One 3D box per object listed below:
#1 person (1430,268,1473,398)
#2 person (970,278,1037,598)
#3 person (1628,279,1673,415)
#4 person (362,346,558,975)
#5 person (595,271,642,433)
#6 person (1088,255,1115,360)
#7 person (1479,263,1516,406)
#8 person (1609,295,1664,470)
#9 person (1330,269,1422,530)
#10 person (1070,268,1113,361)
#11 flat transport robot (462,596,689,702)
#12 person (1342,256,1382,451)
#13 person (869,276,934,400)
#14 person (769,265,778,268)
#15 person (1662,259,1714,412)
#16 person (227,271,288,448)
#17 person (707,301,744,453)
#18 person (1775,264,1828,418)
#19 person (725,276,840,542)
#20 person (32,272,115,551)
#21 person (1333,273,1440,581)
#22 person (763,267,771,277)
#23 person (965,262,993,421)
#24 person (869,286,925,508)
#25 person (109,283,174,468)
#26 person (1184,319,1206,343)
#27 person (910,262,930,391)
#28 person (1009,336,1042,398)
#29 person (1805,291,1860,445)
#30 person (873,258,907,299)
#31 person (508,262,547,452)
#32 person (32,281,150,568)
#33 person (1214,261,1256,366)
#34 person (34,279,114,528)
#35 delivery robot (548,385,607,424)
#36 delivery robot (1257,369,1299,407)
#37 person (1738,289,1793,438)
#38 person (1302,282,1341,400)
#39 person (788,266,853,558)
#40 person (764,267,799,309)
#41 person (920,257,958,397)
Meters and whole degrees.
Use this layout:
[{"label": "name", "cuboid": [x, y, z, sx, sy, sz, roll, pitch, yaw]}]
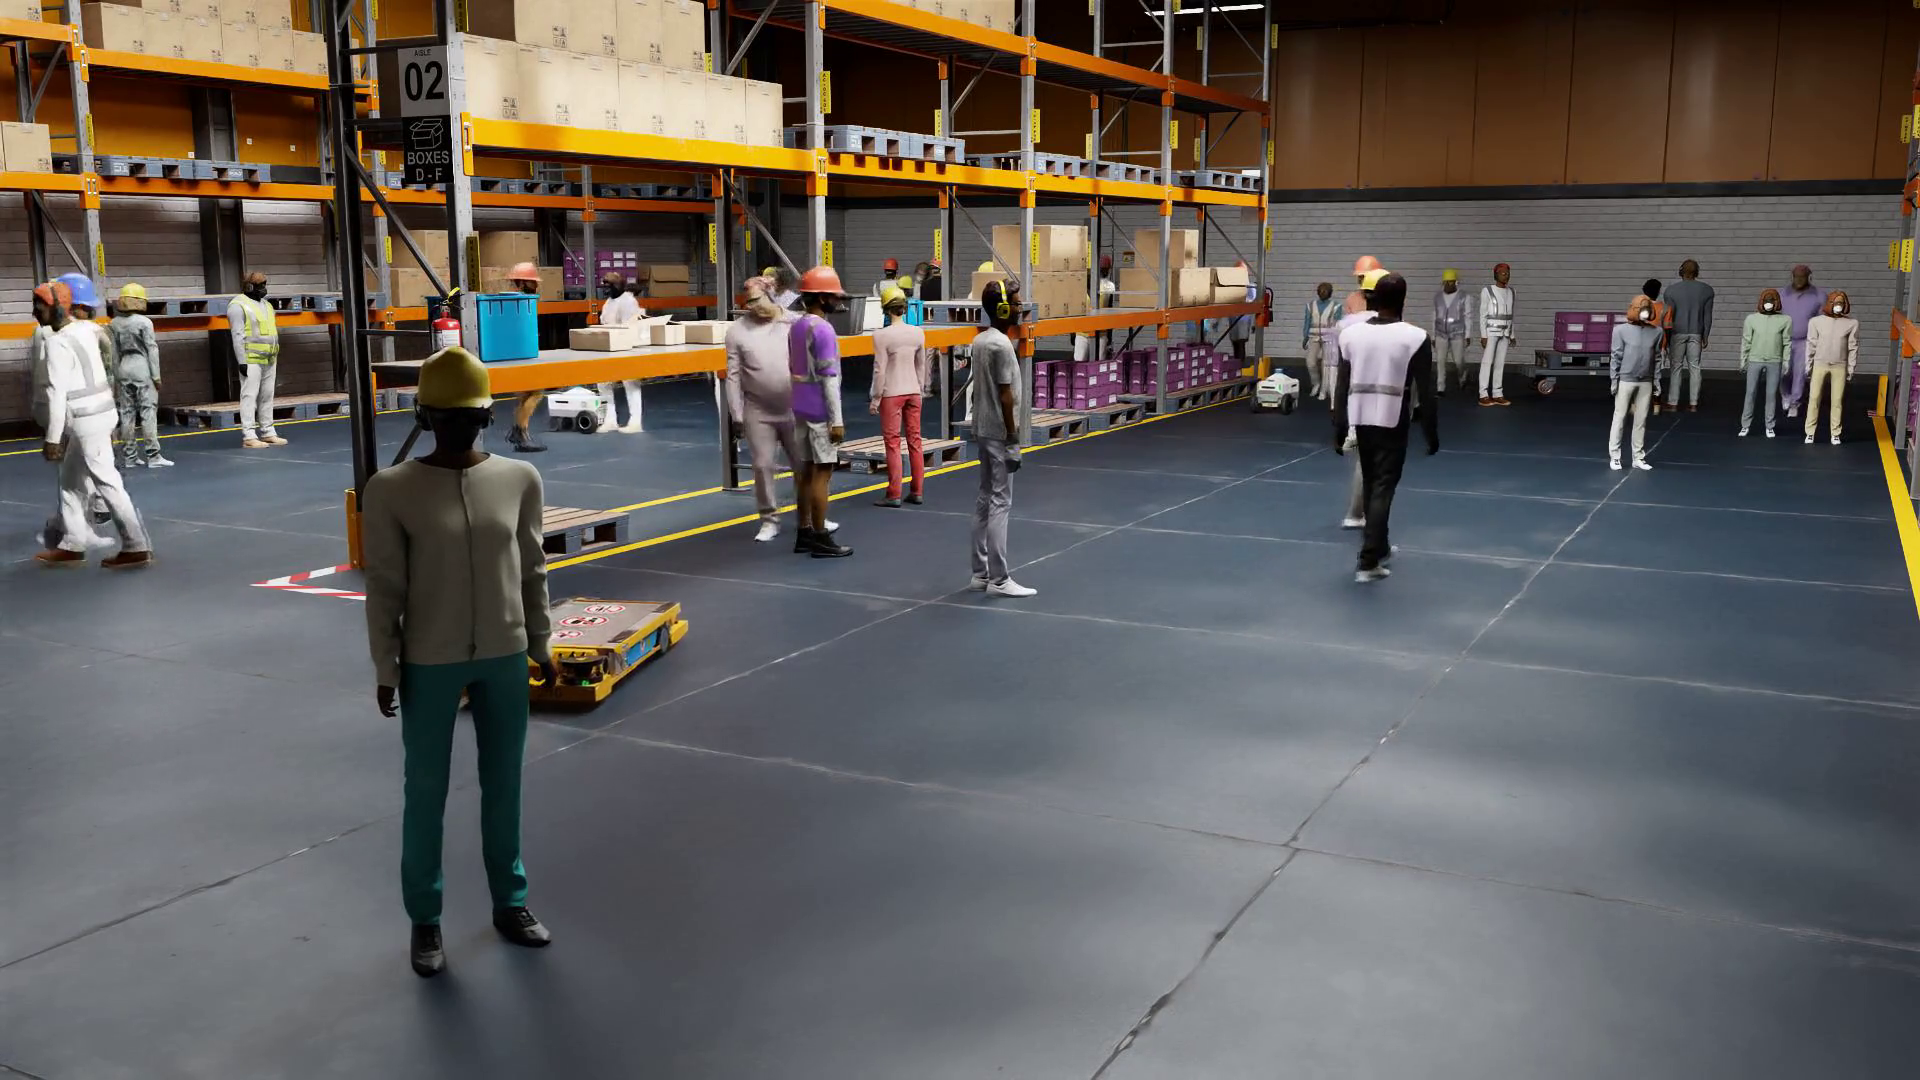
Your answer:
[{"label": "person", "cuboid": [6.883, -2.893, 23.271, 0.598, 1.816, 0.628, 7, 12, 34]}, {"label": "person", "cuboid": [0.235, -0.597, 9.819, 0.327, 1.874, 0.519, -4, 10, -20]}, {"label": "person", "cuboid": [8.620, -2.411, 20.817, 0.538, 1.698, 0.319, 4, 11, 21]}, {"label": "person", "cuboid": [-1.402, 0.336, 4.730, 0.535, 1.766, 0.318, -7, 12, -36]}, {"label": "person", "cuboid": [-3.853, -2.080, 18.587, 0.651, 1.817, 0.622, -9, 14, -44]}, {"label": "person", "cuboid": [2.044, -3.162, 24.325, 0.631, 1.983, 1.071, 9, 13, 42]}, {"label": "person", "cuboid": [7.141, -2.720, 22.079, 0.573, 1.883, 0.355, -5, 11, -26]}, {"label": "person", "cuboid": [6.309, -1.464, 15.529, 0.500, 1.633, 0.282, -1, 10, -6]}, {"label": "person", "cuboid": [3.100, -1.039, 12.302, 0.839, 1.893, 0.594, -9, 13, -41]}, {"label": "person", "cuboid": [1.810, -2.843, 22.958, 0.621, 1.835, 0.430, -1, 10, -4]}, {"label": "flat transport robot", "cuboid": [-1.840, 0.503, 8.079, 0.652, 0.197, 1.431, 1, 10, 7]}, {"label": "person", "cuboid": [4.111, -1.872, 16.851, 0.402, 1.990, 0.622, -8, 13, -39]}, {"label": "person", "cuboid": [-0.826, -2.722, 22.590, 0.915, 1.706, 0.524, -2, 10, -13]}, {"label": "person", "cuboid": [-3.225, -3.678, 27.808, 0.334, 1.826, 0.754, 7, 12, 36]}, {"label": "person", "cuboid": [9.244, -2.596, 21.199, 0.627, 1.941, 0.371, 0, 10, 2]}, {"label": "person", "cuboid": [-7.313, -1.872, 17.331, 0.428, 1.837, 0.623, 2, 10, 14]}, {"label": "person", "cuboid": [-2.271, -1.616, 16.565, 0.508, 1.583, 0.907, -2, 10, -13]}, {"label": "person", "cuboid": [10.372, -2.470, 20.620, 0.658, 1.887, 0.661, 6, 12, 32]}, {"label": "person", "cuboid": [-1.268, -0.911, 11.674, 0.753, 1.865, 0.473, -3, 10, -14]}, {"label": "person", "cuboid": [-5.942, -0.813, 11.040, 0.646, 1.907, 0.655, 6, 11, 30]}, {"label": "person", "cuboid": [2.717, -0.713, 10.438, 0.610, 1.889, 0.862, 9, 13, 41]}, {"label": "person", "cuboid": [-2.675, -2.956, 23.615, 0.586, 1.824, 0.403, 1, 10, 4]}, {"label": "person", "cuboid": [0.305, -2.358, 19.887, 0.403, 1.919, 0.588, 6, 11, 31]}, {"label": "person", "cuboid": [-0.504, -1.136, 13.273, 0.523, 1.760, 0.327, -9, 13, -41]}, {"label": "person", "cuboid": [-7.756, -1.547, 15.717, 0.484, 1.736, 0.305, 2, 10, 13]}, {"label": "person", "cuboid": [3.585, -3.297, 26.053, 0.788, 1.646, 0.588, 2, 10, 9]}, {"label": "person", "cuboid": [-0.586, -3.095, 24.259, 0.412, 1.887, 0.691, -5, 11, -25]}, {"label": "person", "cuboid": [0.859, -3.003, 23.246, 0.605, 2.045, 0.378, 0, 10, 1]}, {"label": "person", "cuboid": [9.208, -1.816, 17.597, 0.496, 1.627, 0.277, 4, 11, 21]}, {"label": "person", "cuboid": [-1.062, -3.372, 25.688, 0.542, 1.939, 0.363, 2, 10, 11]}, {"label": "person", "cuboid": [-4.376, -1.836, 16.839, 0.401, 1.923, 0.578, 0, 10, 1]}, {"label": "person", "cuboid": [-5.608, -0.705, 10.529, 0.791, 1.838, 0.604, -3, 10, -15]}, {"label": "person", "cuboid": [4.403, -3.478, 26.459, 0.615, 1.893, 0.733, 7, 12, 34]}, {"label": "person", "cuboid": [-6.539, -0.998, 12.255, 0.600, 1.830, 0.404, 2, 10, 10]}, {"label": "delivery robot", "cuboid": [-4.304, -1.540, 18.817, 0.707, 0.478, 0.477, 4, 11, 22]}, {"label": "delivery robot", "cuboid": [4.021, -1.920, 21.018, 0.477, 0.478, 0.707, 6, 11, 30]}, {"label": "person", "cuboid": [8.844, -1.937, 18.266, 0.507, 1.632, 0.268, 5, 11, 25]}, {"label": "person", "cuboid": [4.970, -2.730, 22.862, 0.548, 1.621, 0.368, 5, 11, 27]}, {"label": "person", "cuboid": [-0.919, -0.846, 11.101, 0.388, 1.933, 0.559, -6, 11, -30]}, {"label": "person", "cuboid": [-2.001, -2.104, 18.591, 0.626, 1.875, 1.099, 7, 12, 34]}, {"label": "person", "cuboid": [-0.294, -3.013, 23.451, 0.615, 1.994, 0.381, 7, 12, 36]}]
